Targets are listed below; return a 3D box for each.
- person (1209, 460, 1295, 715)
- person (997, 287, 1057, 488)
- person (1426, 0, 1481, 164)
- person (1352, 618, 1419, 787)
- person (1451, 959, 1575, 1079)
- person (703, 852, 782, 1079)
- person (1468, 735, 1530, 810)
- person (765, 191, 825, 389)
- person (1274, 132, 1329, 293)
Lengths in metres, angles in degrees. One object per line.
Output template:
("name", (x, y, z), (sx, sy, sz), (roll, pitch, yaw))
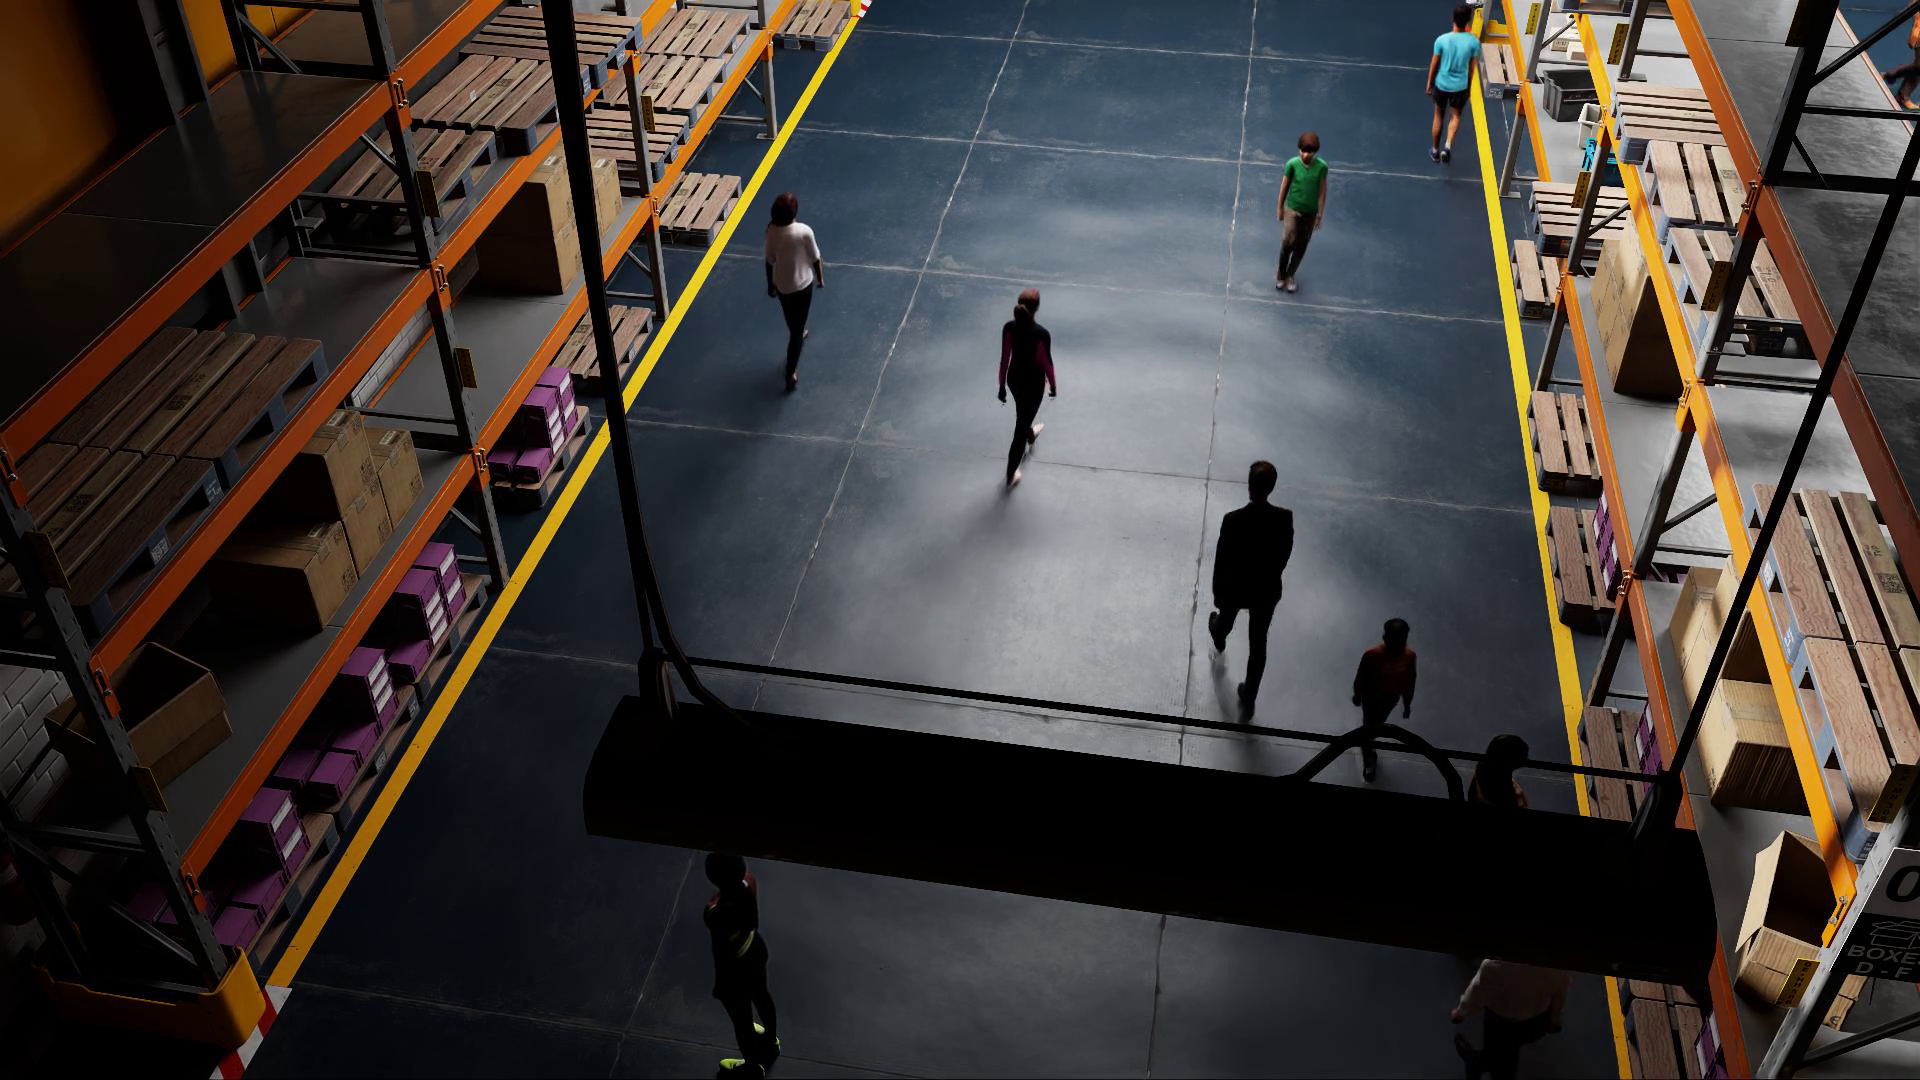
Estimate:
("person", (1.998, 0.372, 11.263), (0.859, 1.838, 1.231), (-1, 39, -1))
("person", (0.486, -1.174, 13.306), (0.760, 1.704, 1.125), (16, 41, 19))
("person", (5.273, -4.836, 17.841), (0.647, 1.767, 0.825), (8, 39, 10))
("person", (2.779, 0.966, 10.997), (0.606, 1.242, 0.718), (-2, 39, -2))
("person", (2.885, 2.561, 8.520), (0.970, 1.841, 1.137), (-10, 40, -12))
("person", (-1.174, 2.279, 8.943), (0.680, 1.754, 0.529), (17, 42, 20))
("person", (3.052, 1.744, 9.700), (0.778, 1.645, 0.609), (-8, 39, -10))
("person", (-1.468, -2.115, 14.455), (0.622, 1.741, 1.093), (7, 39, 8))
("person", (3.249, -3.169, 15.856), (0.587, 1.639, 0.624), (4, 39, 5))
